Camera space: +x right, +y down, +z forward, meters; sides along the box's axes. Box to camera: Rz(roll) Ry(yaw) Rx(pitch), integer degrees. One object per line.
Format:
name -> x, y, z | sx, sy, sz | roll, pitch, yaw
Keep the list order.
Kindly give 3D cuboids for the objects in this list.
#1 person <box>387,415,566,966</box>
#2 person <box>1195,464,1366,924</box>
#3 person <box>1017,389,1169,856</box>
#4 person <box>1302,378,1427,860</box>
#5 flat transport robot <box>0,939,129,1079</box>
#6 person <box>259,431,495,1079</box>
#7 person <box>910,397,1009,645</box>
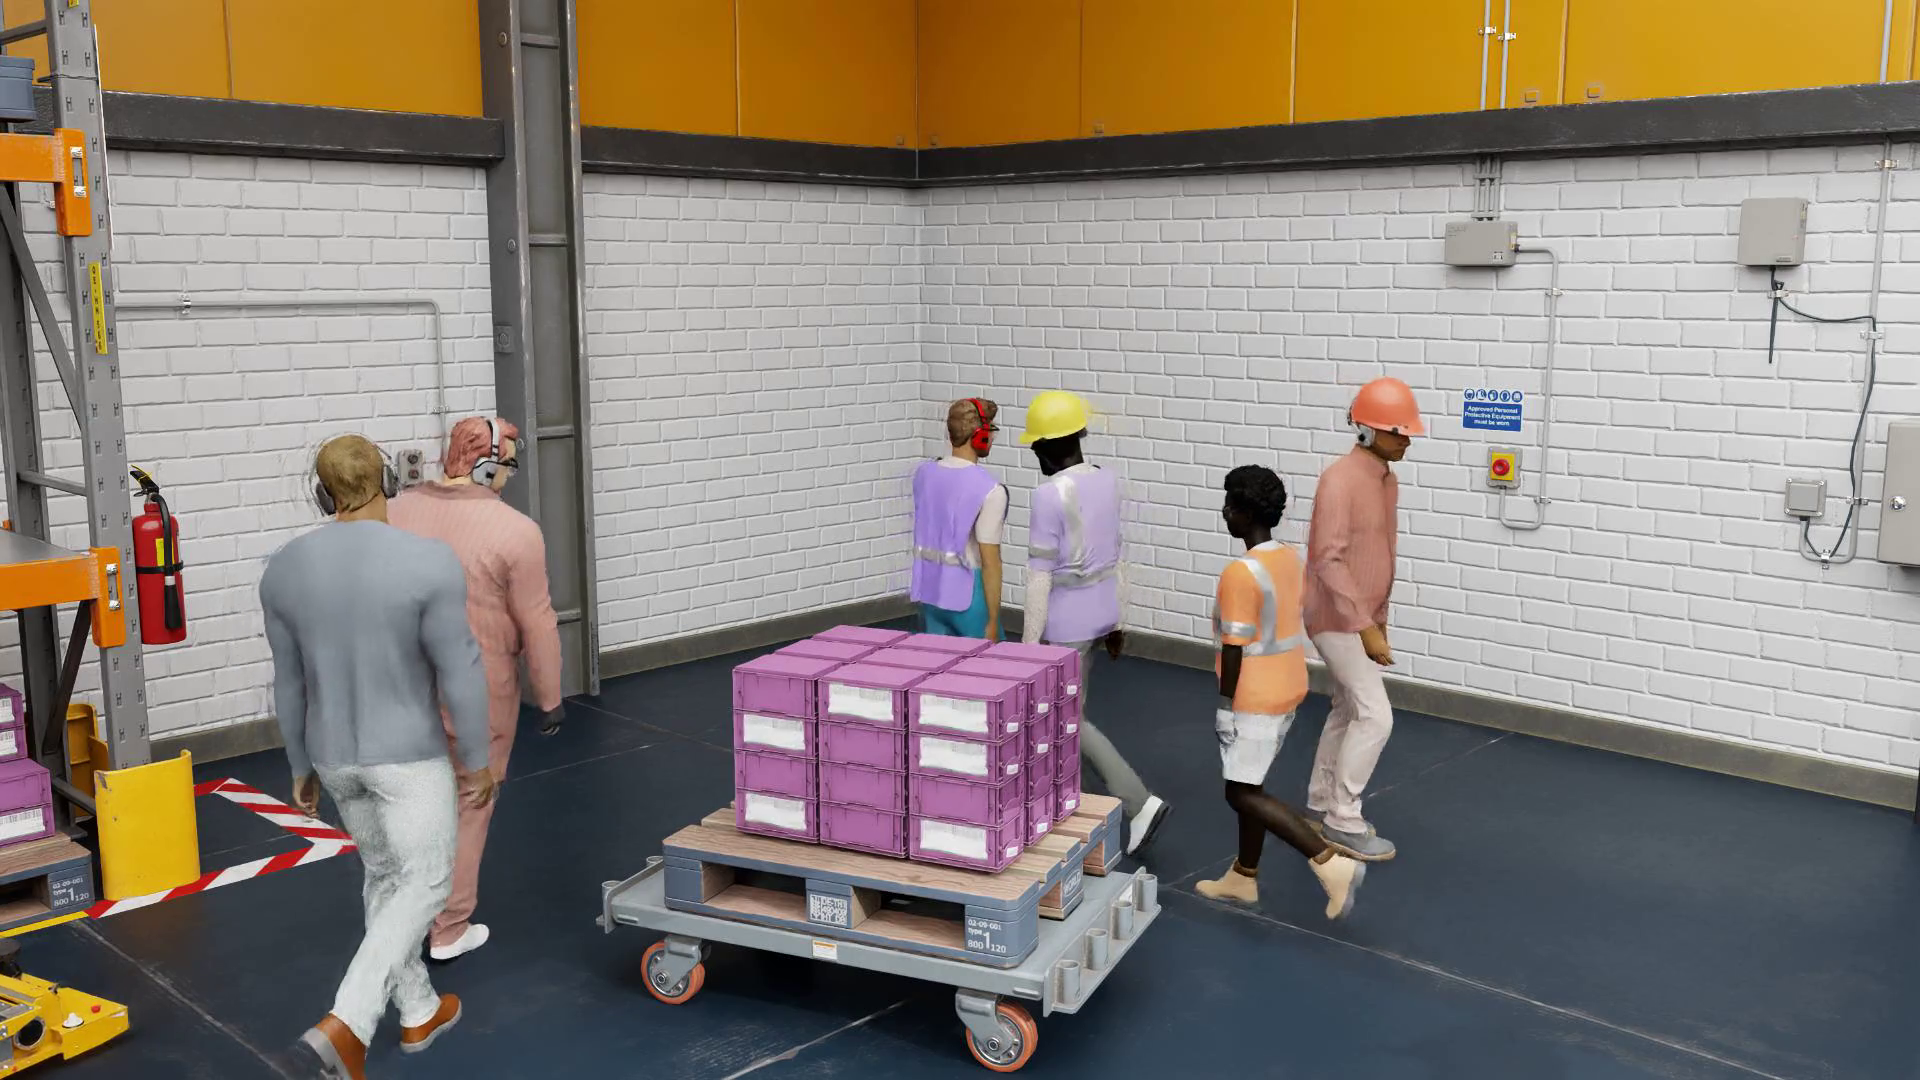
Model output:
person -> -1.676, 0.505, 5.723 | 0.668, 1.873, 0.549 | 3, 10, 20
person -> 1.146, 0.571, 5.948 | 0.632, 1.680, 0.539 | 6, 11, 33
person -> 0.521, 0.329, 6.783 | 0.791, 1.893, 0.605 | 6, 11, 32
person -> 1.568, 0.327, 6.626 | 0.557, 1.941, 0.654 | 6, 11, 32
flat transport robot -> -3.166, 1.486, 4.607 | 0.652, 0.197, 1.431 | 5, 11, 28
person -> -1.714, 0.648, 4.772 | 0.649, 1.909, 0.775 | 2, 10, 14
person -> -0.024, 0.280, 7.281 | 0.816, 1.814, 0.590 | -9, 13, -43
